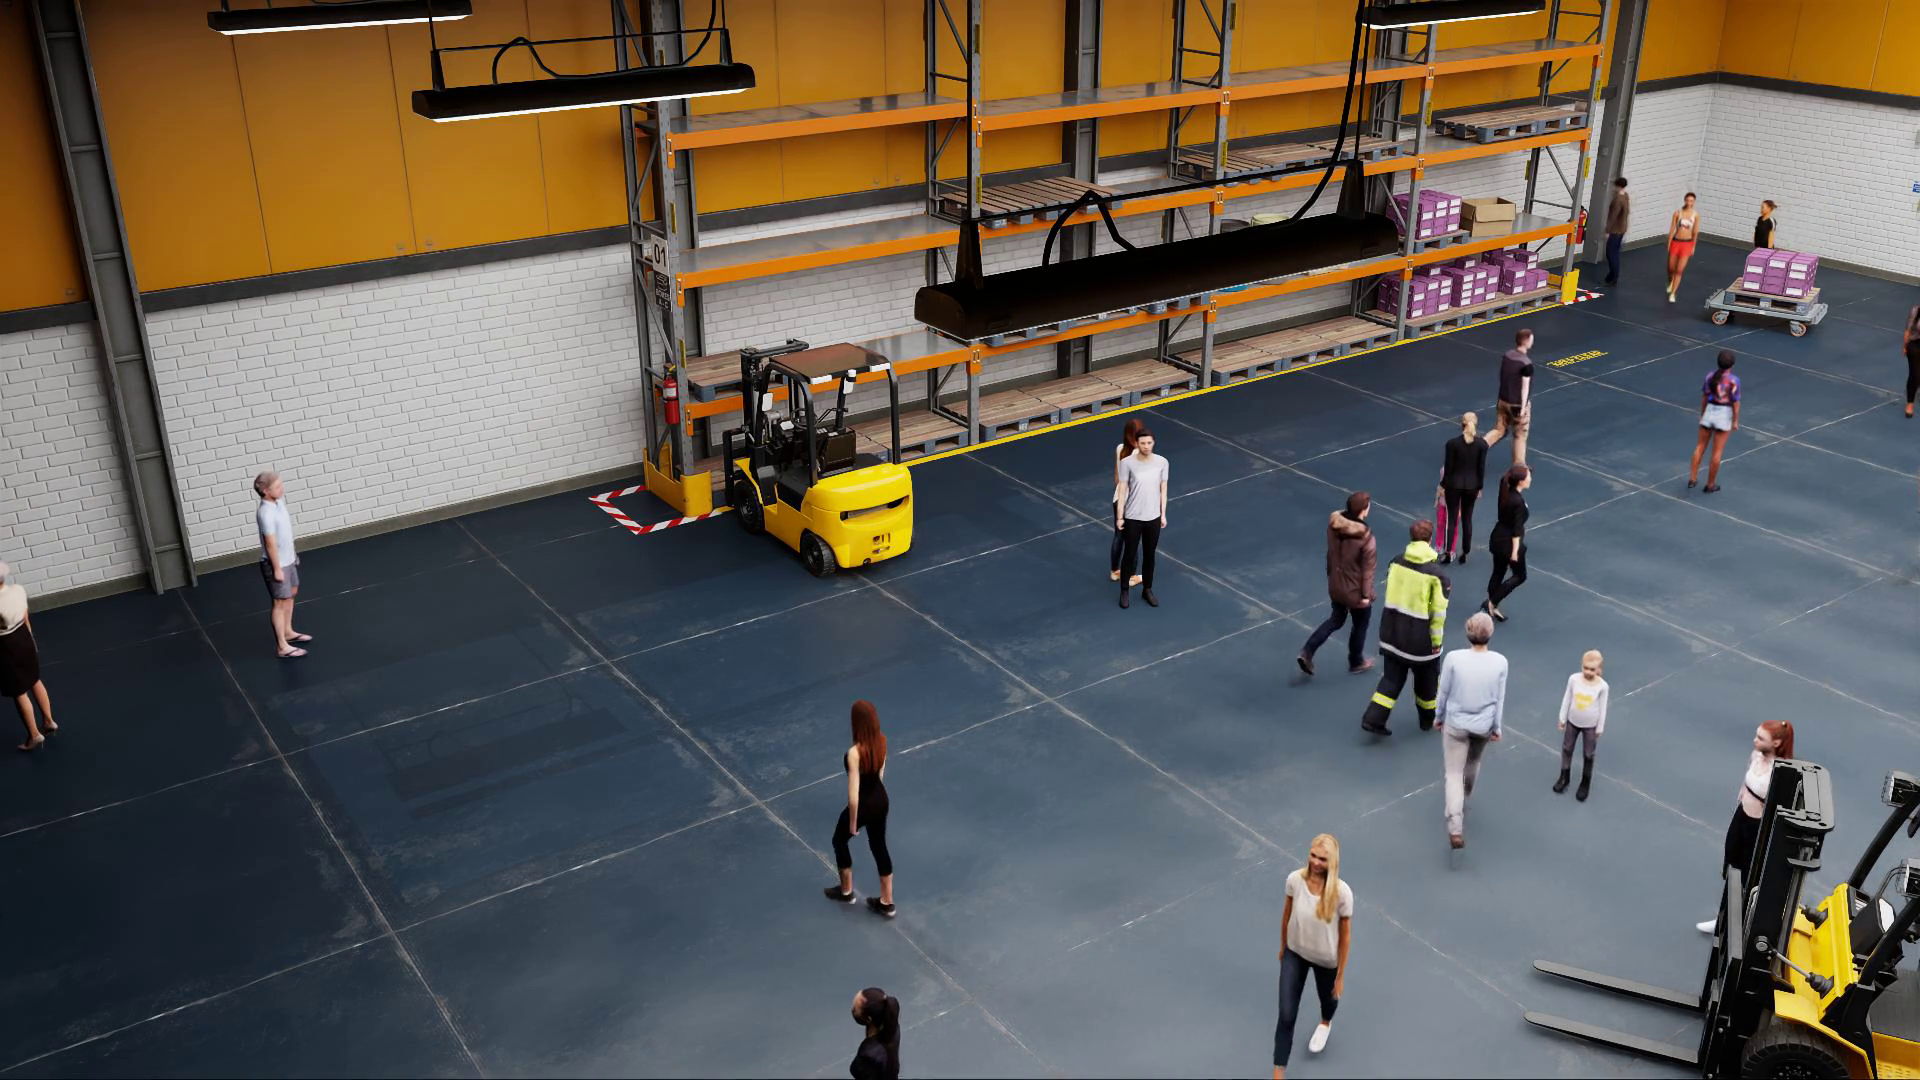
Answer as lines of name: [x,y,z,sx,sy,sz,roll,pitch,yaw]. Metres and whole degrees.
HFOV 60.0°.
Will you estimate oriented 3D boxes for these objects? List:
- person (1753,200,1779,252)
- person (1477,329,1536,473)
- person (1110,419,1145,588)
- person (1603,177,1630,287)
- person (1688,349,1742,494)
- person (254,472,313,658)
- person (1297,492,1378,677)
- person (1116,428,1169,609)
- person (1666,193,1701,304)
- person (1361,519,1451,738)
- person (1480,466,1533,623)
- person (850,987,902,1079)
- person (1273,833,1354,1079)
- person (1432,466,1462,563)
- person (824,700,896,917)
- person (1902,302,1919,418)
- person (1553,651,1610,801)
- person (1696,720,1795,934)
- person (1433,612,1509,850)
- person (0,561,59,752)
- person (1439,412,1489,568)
person: [13.249,-4.739,27.252,1.123,1.635,0.941,-3,24,-6]
person: [6.553,-1.644,19.941,1.117,1.819,0.839,-8,25,-18]
person: [1.739,-0.376,17.126,0.632,1.752,0.608,18,29,35]
person: [11.117,-5.238,28.122,0.723,1.853,0.968,-20,31,-39]
person: [8.829,-1.386,19.447,0.554,1.743,0.593,-17,29,-34]
person: [-6.449,0.203,15.706,0.724,1.829,0.729,-3,24,-7]
person: [3.491,0.440,15.167,1.098,1.826,0.813,-13,27,-27]
person: [1.822,-0.236,16.666,0.657,1.863,0.808,-3,24,-8]
person: [11.813,-4.804,27.224,0.811,1.777,0.916,9,25,20]
person: [3.790,0.803,14.203,1.195,1.932,0.916,-21,31,-39]
person: [5.264,0.071,16.230,0.755,1.649,0.726,-4,24,-9]
person: [-0.405,3.175,9.079,1.028,1.691,0.997,6,24,13]
person: [2.234,2.585,10.351,0.993,1.752,1.298,13,27,26]
person: [5.244,-0.402,17.785,0.535,1.271,0.511,-21,31,-40]
person: [-0.602,1.951,11.859,0.787,1.705,0.818,18,29,35]
person: [12.730,-2.525,21.973,0.937,1.807,1.050,8,25,18]
person: [5.061,1.469,13.499,0.559,1.277,0.586,16,28,32]
person: [5.631,2.042,11.623,0.996,1.729,0.877,0,24,0]
person: [3.886,1.497,12.726,1.238,1.845,1.294,4,24,9]
person: [-7.952,0.972,14.047,0.774,1.746,0.719,4,24,9]
person: [5.285,-0.532,17.541,0.663,1.705,0.755,1,24,2]
